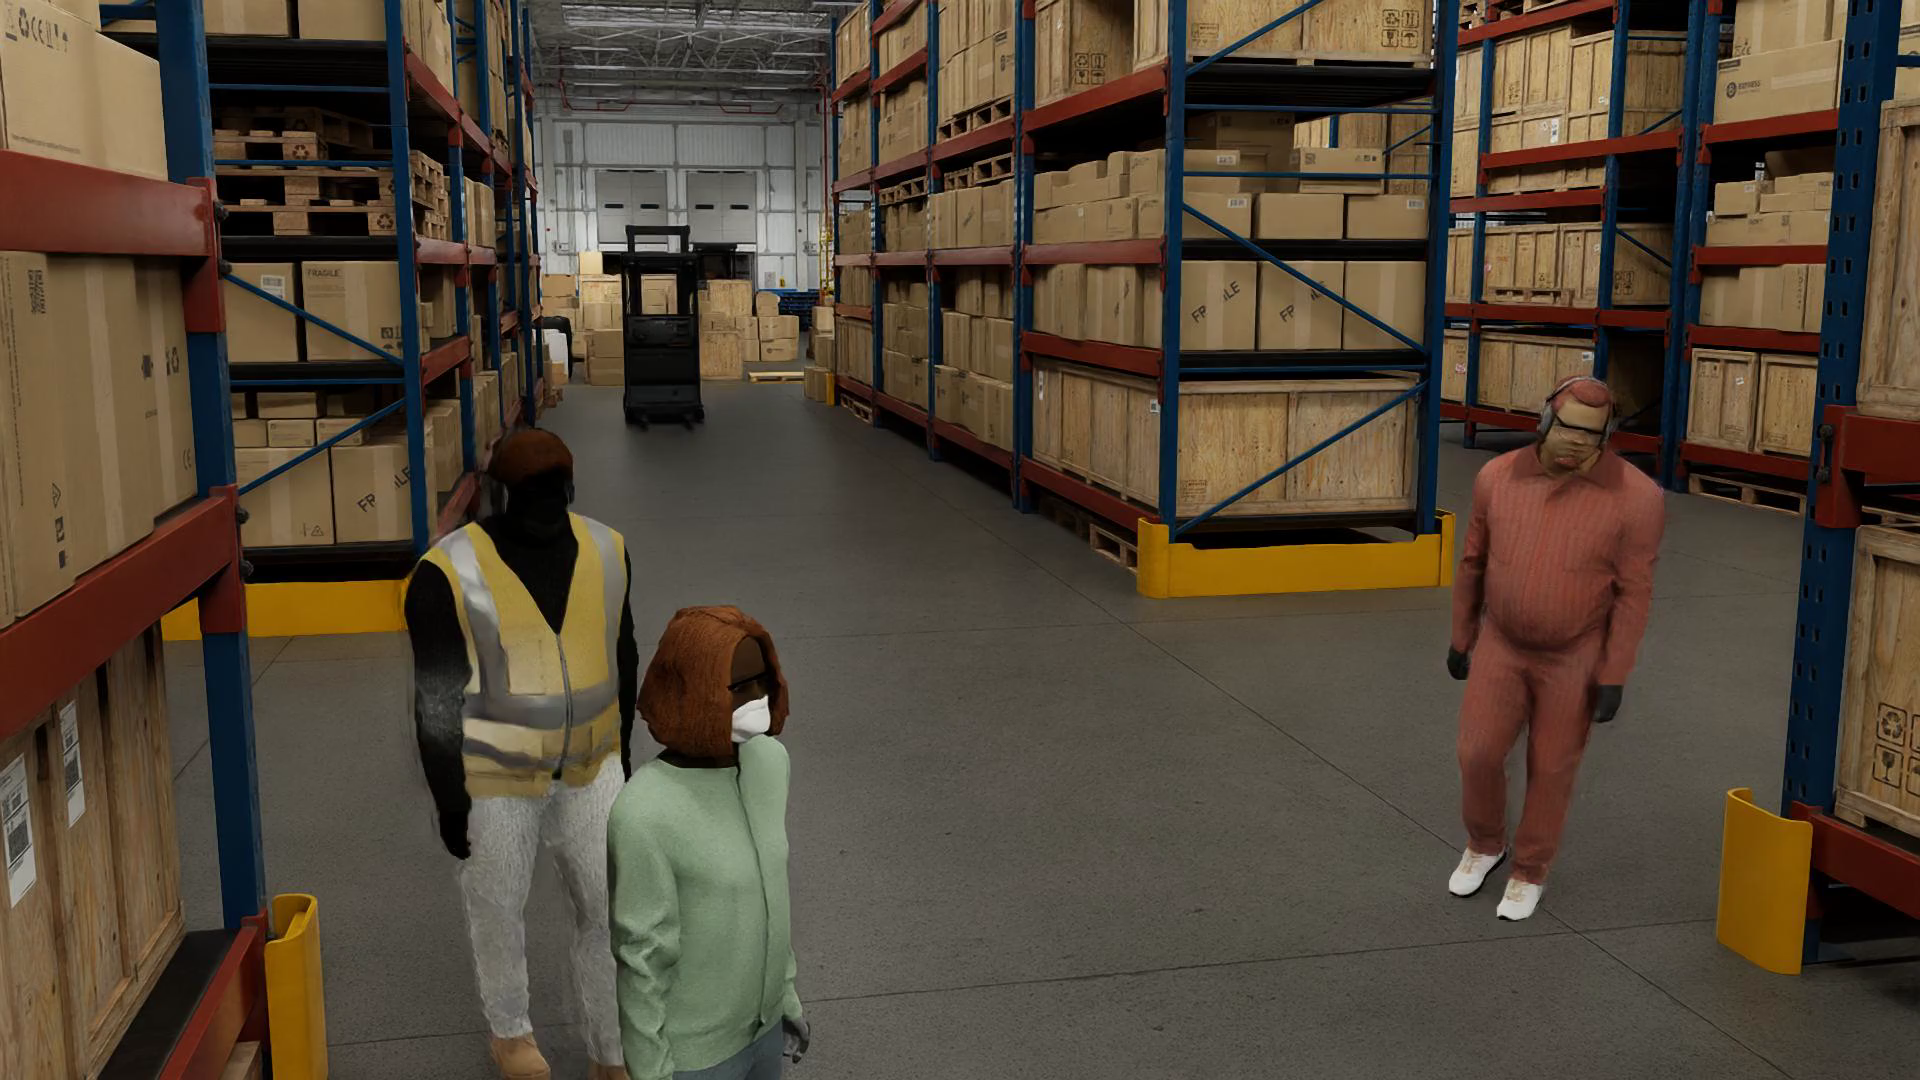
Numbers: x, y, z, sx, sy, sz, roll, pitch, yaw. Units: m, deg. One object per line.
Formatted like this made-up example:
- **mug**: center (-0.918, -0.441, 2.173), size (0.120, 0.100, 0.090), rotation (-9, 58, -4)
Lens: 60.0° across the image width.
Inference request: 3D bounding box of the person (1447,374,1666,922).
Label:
- **person**: center (1.962, 0.379, 5.588), size (0.689, 1.874, 0.413), rotation (7, 12, 36)

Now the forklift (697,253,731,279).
- **forklift**: center (-6.403, -6.321, 43.352), size (1.129, 2.768, 1.873), rotation (-2, 10, -12)

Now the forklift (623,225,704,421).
- **forklift**: center (-4.418, -3.225, 24.482), size (1.129, 2.768, 1.873), rotation (-2, 10, -12)

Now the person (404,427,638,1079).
- **person**: center (-1.069, 0.616, 4.326), size (0.652, 1.805, 0.817), rotation (-7, 12, -36)

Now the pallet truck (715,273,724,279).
- **pallet truck**: center (-8.580, -8.986, 62.280), size (1.885, 1.965, 0.823), rotation (1, 9, 5)

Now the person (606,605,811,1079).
- **person**: center (-0.437, 0.917, 3.022), size (0.276, 1.633, 0.507), rotation (4, 10, 25)
